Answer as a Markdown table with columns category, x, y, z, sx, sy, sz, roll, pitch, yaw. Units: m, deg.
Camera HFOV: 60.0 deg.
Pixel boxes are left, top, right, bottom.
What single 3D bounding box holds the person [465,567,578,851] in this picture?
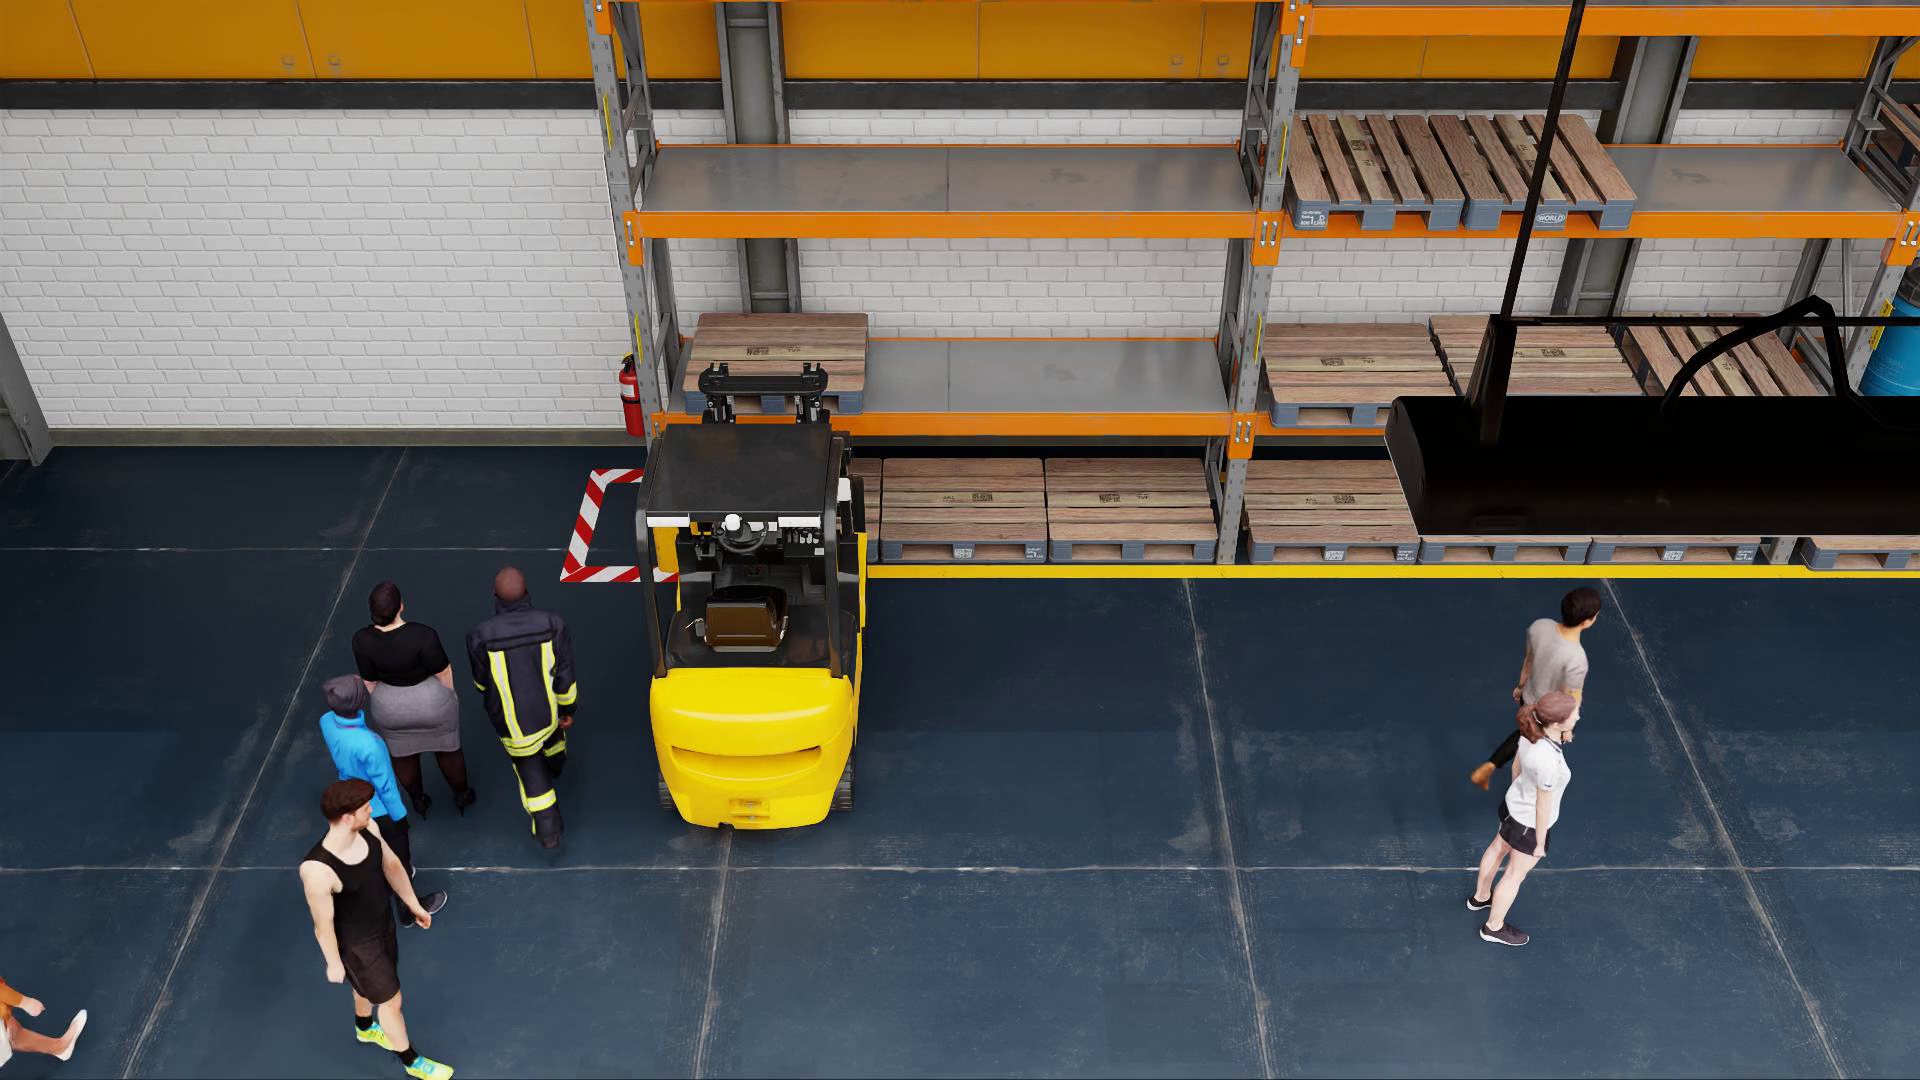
| category | x | y | z | sx | sy | sz | roll | pitch | yaw |
| --- | --- | --- | --- | --- | --- | --- | --- | --- | --- |
| person | -2.483 | 0.971 | 9.591 | 1.270 | 1.785 | 1.118 | -15 | 41 | -18 |

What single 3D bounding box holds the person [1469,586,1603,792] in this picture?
| category | x | y | z | sx | sy | sz | roll | pitch | yaw |
| --- | --- | --- | --- | --- | --- | --- | --- | --- | --- |
| person | 3.327 | 0.975 | 9.650 | 0.832 | 1.705 | 0.700 | -9 | 40 | -12 |

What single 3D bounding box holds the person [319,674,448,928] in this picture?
| category | x | y | z | sx | sy | sz | roll | pitch | yaw |
| --- | --- | --- | --- | --- | --- | --- | --- | --- | --- |
| person | -3.201 | 1.417 | 9.024 | 0.672 | 1.796 | 0.758 | 25 | 45 | 28 |

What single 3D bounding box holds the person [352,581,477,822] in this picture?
| category | x | y | z | sx | sy | sz | roll | pitch | yaw |
| --- | --- | --- | --- | --- | --- | --- | --- | --- | --- |
| person | -3.161 | 0.952 | 9.634 | 0.575 | 1.760 | 0.743 | -4 | 39 | -5 |

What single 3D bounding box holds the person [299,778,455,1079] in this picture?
| category | x | y | z | sx | sy | sz | roll | pitch | yaw |
| --- | --- | --- | --- | --- | --- | --- | --- | --- | --- |
| person | -3.068 | 1.923 | 8.347 | 0.954 | 1.850 | 0.809 | 12 | 40 | 14 |

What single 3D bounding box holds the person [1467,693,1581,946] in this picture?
| category | x | y | z | sx | sy | sz | roll | pitch | yaw |
| --- | --- | --- | --- | --- | --- | --- | --- | --- | --- |
| person | 3.048 | 1.485 | 8.973 | 0.554 | 1.752 | 0.563 | -1 | 39 | -2 |
